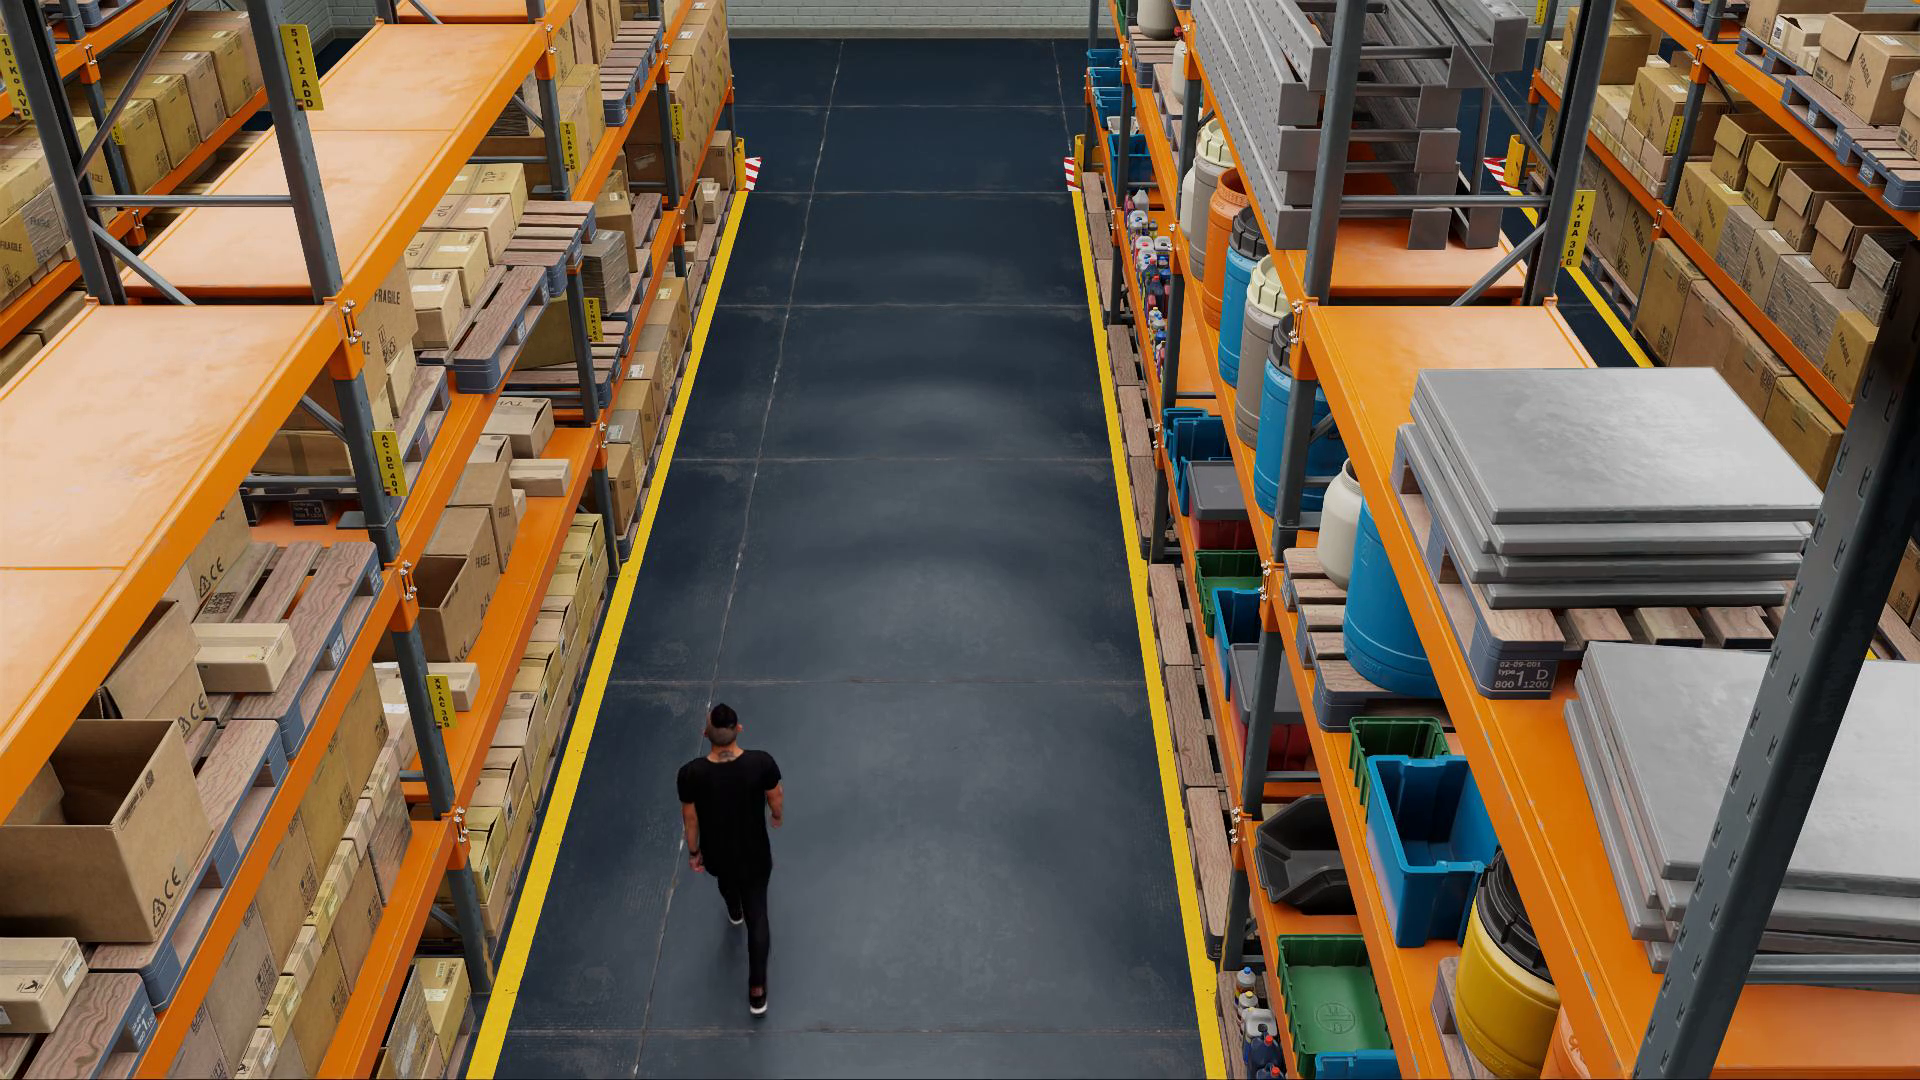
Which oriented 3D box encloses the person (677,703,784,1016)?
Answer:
[{"bbox_3d":[-1.139,1.637,8.612,0.792,1.808,1.242,-5,33,-7],"label":"person"}]
